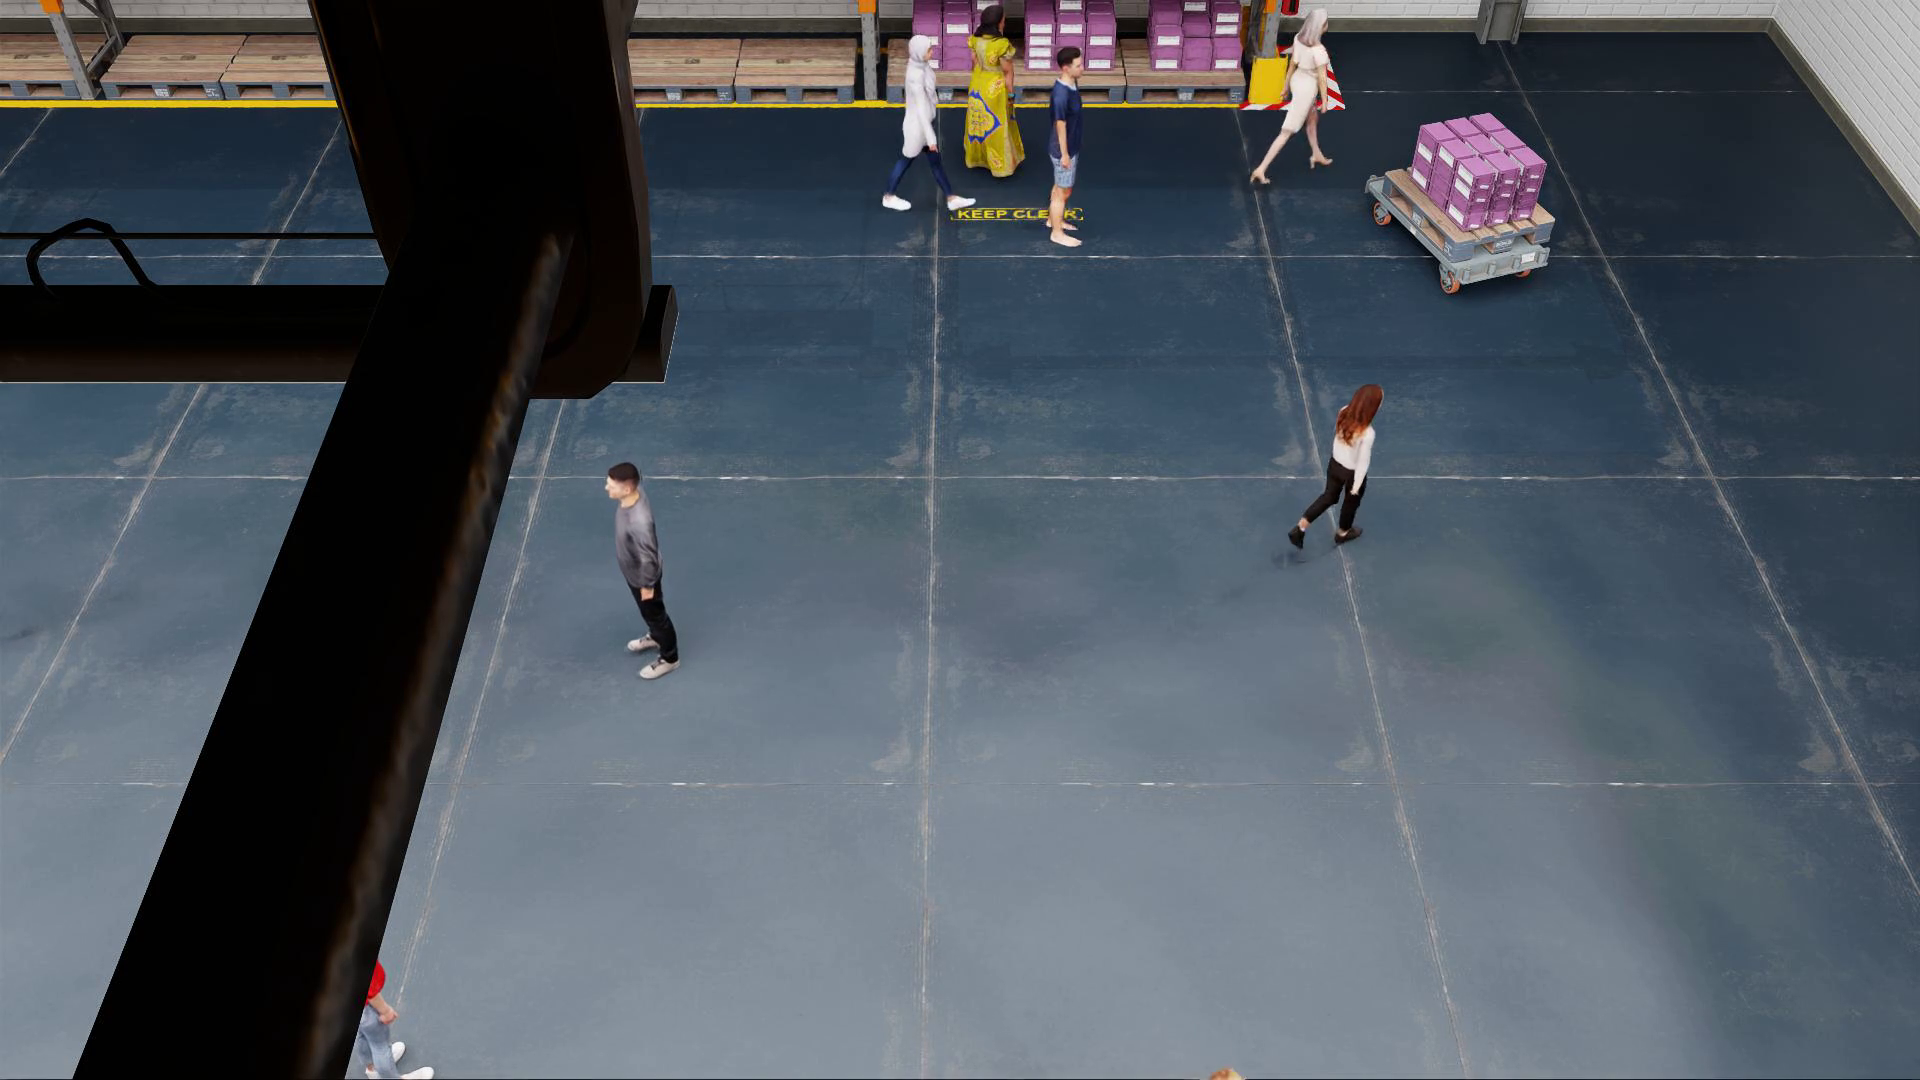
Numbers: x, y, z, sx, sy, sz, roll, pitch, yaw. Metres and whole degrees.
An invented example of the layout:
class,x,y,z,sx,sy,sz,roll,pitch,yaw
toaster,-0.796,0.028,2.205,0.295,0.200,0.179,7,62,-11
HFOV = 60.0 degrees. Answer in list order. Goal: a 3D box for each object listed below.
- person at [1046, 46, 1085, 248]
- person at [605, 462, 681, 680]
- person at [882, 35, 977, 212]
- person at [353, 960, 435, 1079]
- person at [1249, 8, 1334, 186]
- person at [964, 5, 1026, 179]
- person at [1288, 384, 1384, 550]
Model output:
class,x,y,z,sx,sy,sz,roll,pitch,yaw
person,0.908,-3.465,14.559,0.662,1.853,0.671,8,44,8
person,-2.062,0.178,10.802,0.654,1.761,0.687,-15,46,-15
person,-0.462,-3.672,14.865,1.147,1.732,0.761,7,44,7
person,-3.118,2.335,8.578,0.660,1.706,0.741,31,52,28
person,3.065,-3.997,15.240,1.256,1.685,0.942,-18,46,-18
person,0.299,-4.173,15.442,0.988,1.661,1.059,32,52,29
person,2.664,-0.481,11.706,0.959,1.468,0.809,-22,48,-21
